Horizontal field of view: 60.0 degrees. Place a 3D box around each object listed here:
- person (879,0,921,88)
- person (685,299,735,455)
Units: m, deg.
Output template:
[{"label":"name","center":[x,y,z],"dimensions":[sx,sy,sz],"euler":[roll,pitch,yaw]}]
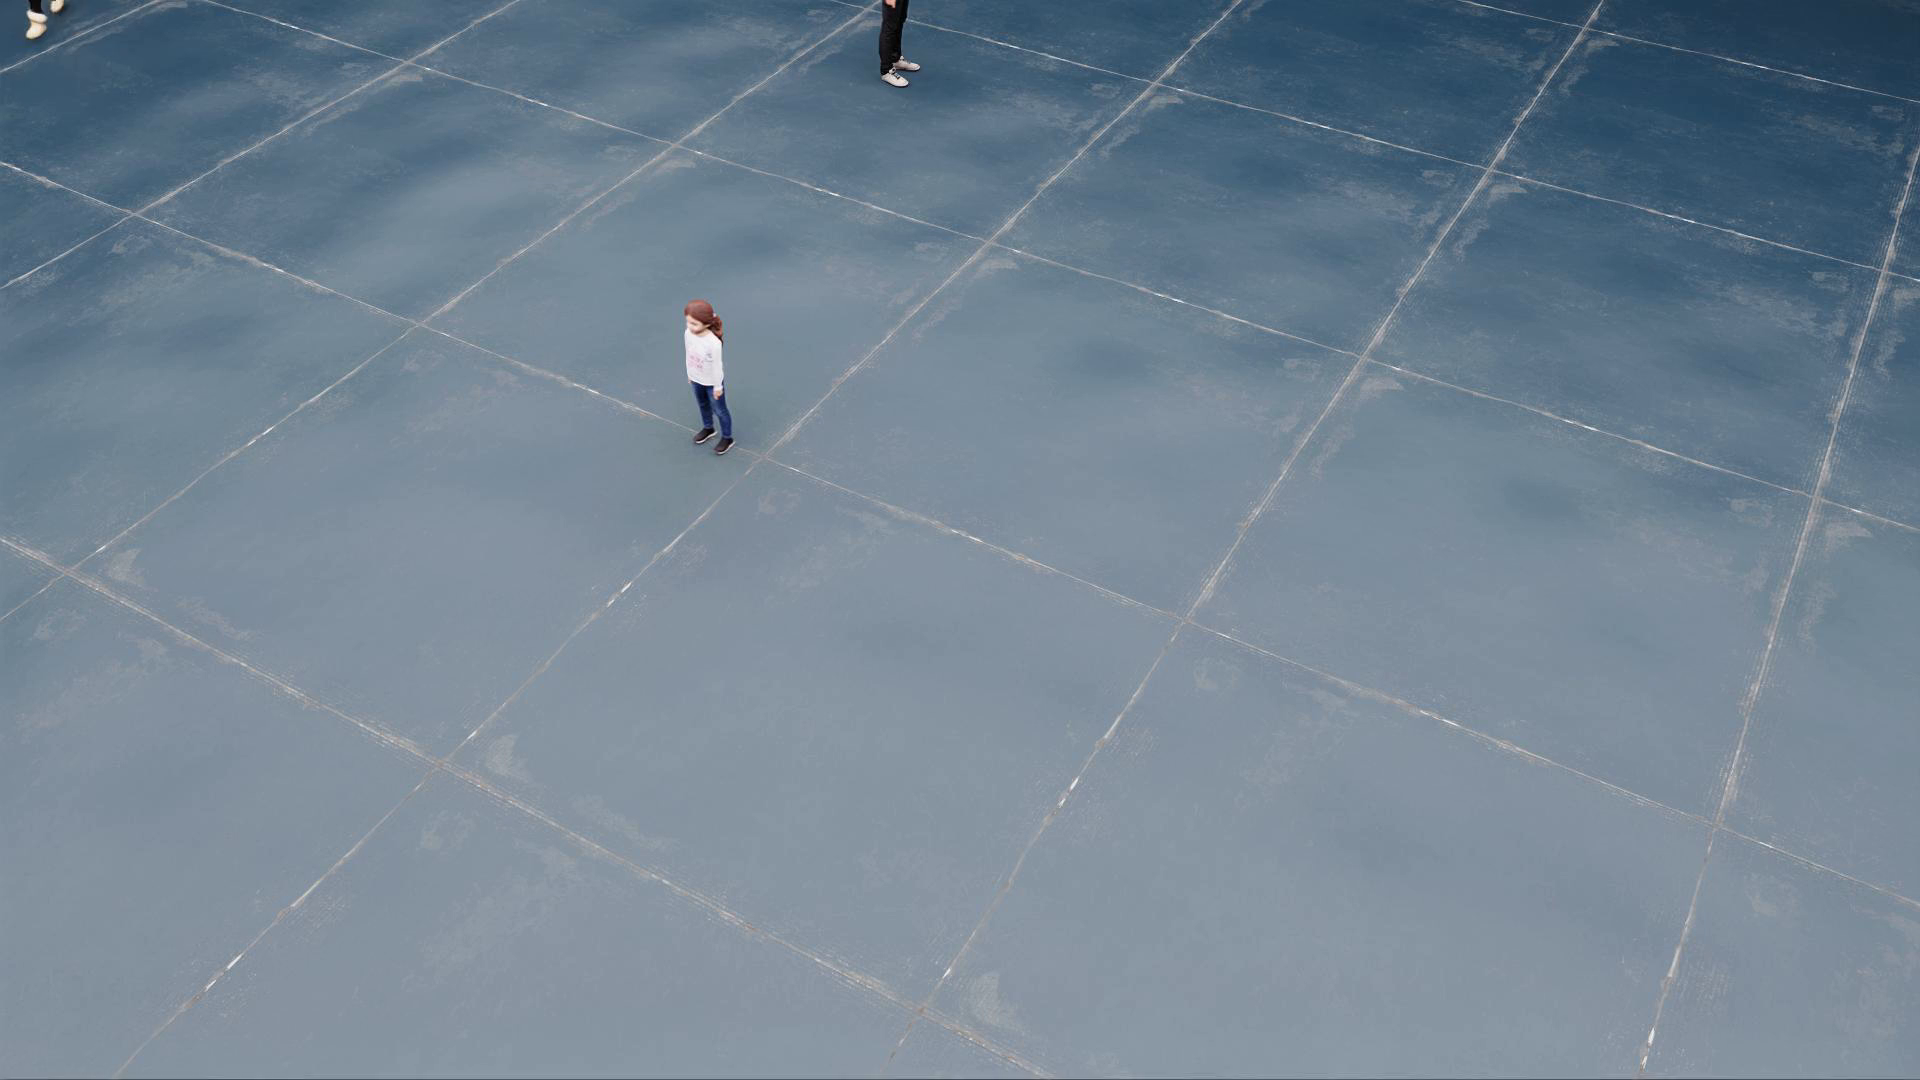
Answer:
[{"label":"person","center":[-0.560,-4.793,14.197],"dimensions":[0.734,1.757,0.548],"euler":[13,44,14]},{"label":"person","center":[-1.605,-1.055,10.562],"dimensions":[0.456,1.110,0.482],"euler":[26,48,26]}]
